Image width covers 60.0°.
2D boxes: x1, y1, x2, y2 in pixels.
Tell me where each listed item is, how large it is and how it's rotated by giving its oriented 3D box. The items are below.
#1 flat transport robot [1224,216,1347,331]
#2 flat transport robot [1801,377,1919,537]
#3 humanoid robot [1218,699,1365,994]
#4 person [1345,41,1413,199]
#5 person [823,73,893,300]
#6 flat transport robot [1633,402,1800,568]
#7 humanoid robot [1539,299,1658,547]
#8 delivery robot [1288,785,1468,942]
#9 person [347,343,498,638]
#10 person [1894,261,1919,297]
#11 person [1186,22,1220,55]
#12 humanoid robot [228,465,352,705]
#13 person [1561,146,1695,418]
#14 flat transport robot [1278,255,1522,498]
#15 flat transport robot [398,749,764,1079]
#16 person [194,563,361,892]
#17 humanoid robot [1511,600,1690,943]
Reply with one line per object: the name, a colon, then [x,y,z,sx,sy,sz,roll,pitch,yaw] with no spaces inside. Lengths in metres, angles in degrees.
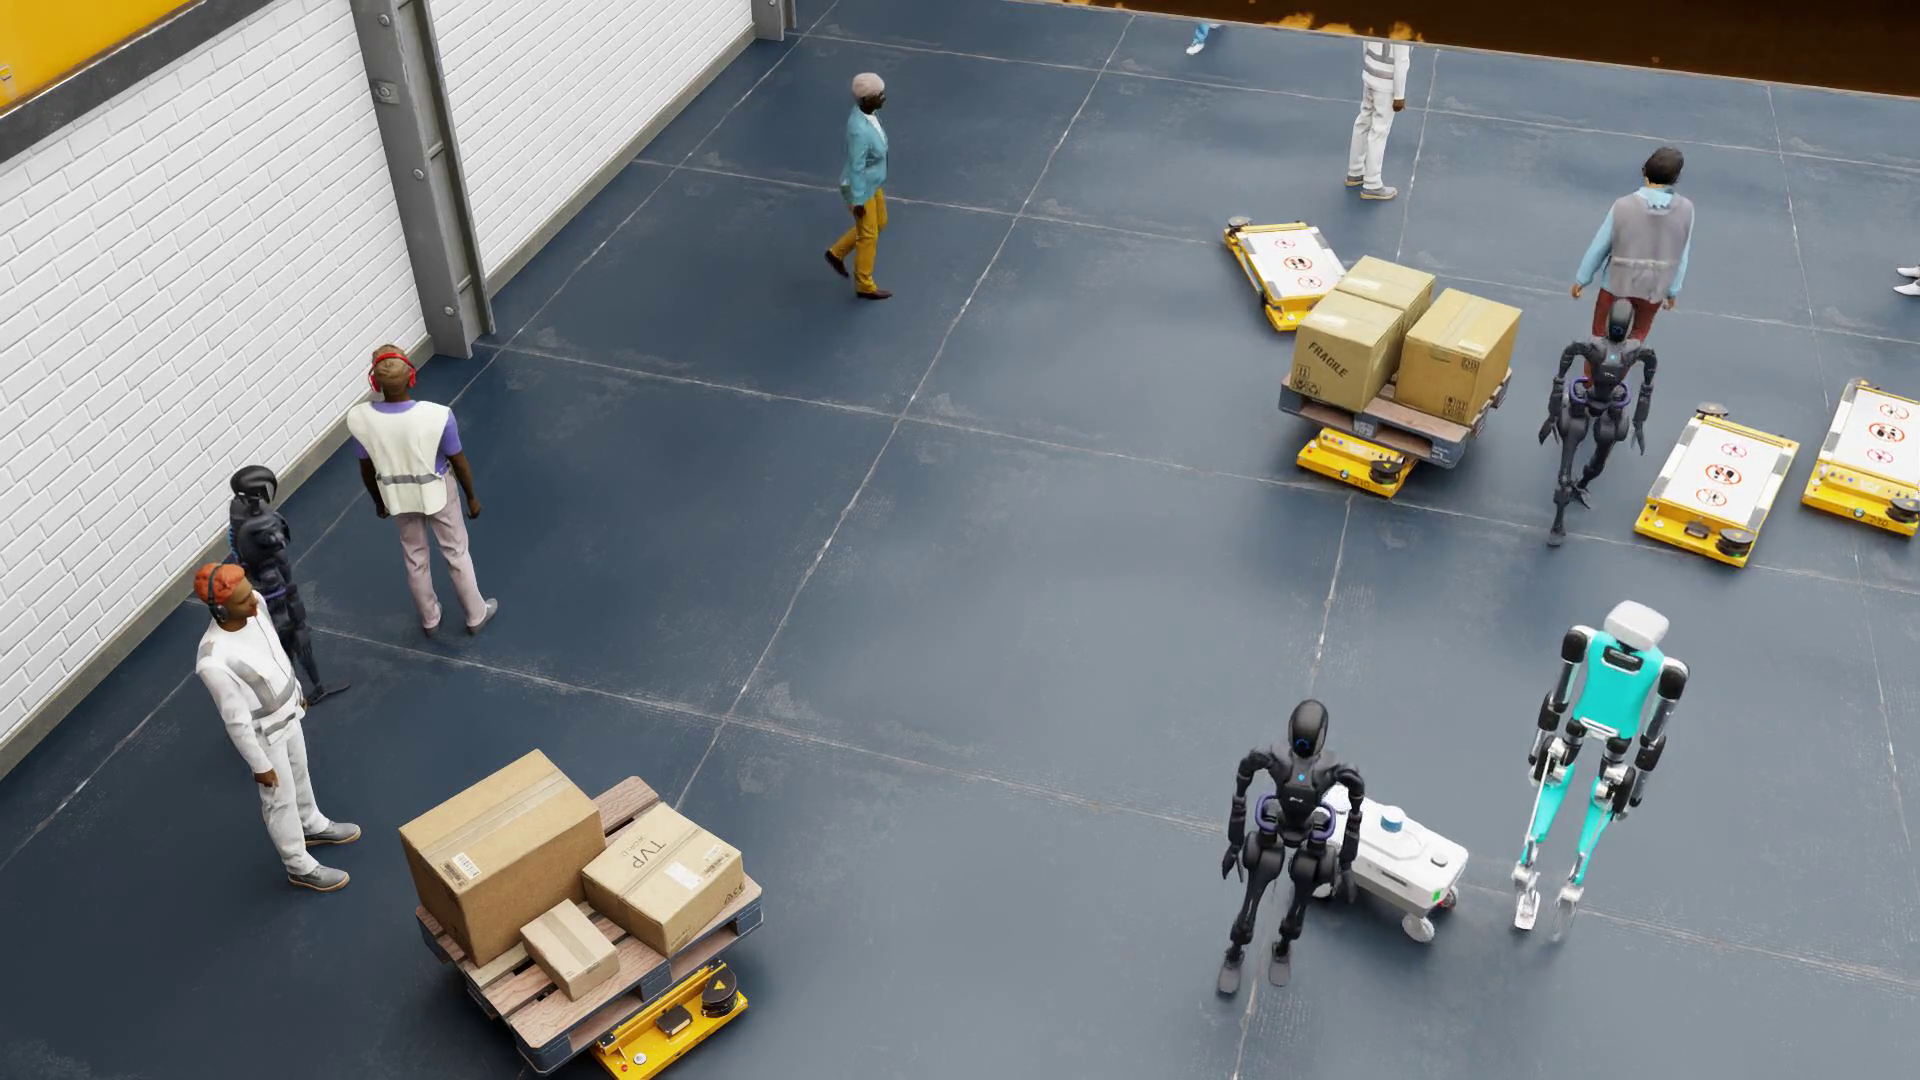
flat transport robot: [2.501,-2.028,12.527,0.659,0.231,1.431,-5,39,-7]
flat transport robot: [5.922,-0.561,10.702,0.659,0.231,1.431,22,44,25]
humanoid robot: [1.440,1.361,7.185,0.590,1.656,0.394,9,40,11]
person: [3.383,-3.650,13.255,0.354,1.886,0.572,-10,40,-12]
person: [-0.741,-2.539,11.977,0.471,1.741,0.565,3,39,3]
flat transport robot: [4.785,-0.368,10.463,0.659,0.231,1.431,23,44,25]
humanoid robot: [3.792,-0.749,9.851,0.606,1.630,0.714,16,41,19]
delivery robot: [2.000,1.501,7.917,0.808,0.604,0.499,26,46,29]
person: [-2.911,-0.220,9.020,0.568,1.842,0.378,-1,39,-1]
person: [7.209,-2.544,12.075,0.309,1.636,0.521,20,43,23]
person: [2.419,-5.553,15.767,0.484,1.698,0.801,28,47,30]
humanoid robot: [-3.607,0.339,8.493,0.608,1.620,0.724,31,48,32]
person: [4.330,-1.674,10.814,0.638,1.858,0.582,5,39,7]
flat transport robot: [2.835,-0.806,11.006,0.659,0.231,1.431,23,44,26]
flat transport robot: [-1.679,1.866,7.684,0.659,0.231,1.431,-31,48,-32]
person: [-3.165,0.853,7.657,0.356,1.882,0.573,-2,39,-3]
humanoid robot: [2.724,1.164,7.419,0.543,1.794,0.820,23,44,26]
